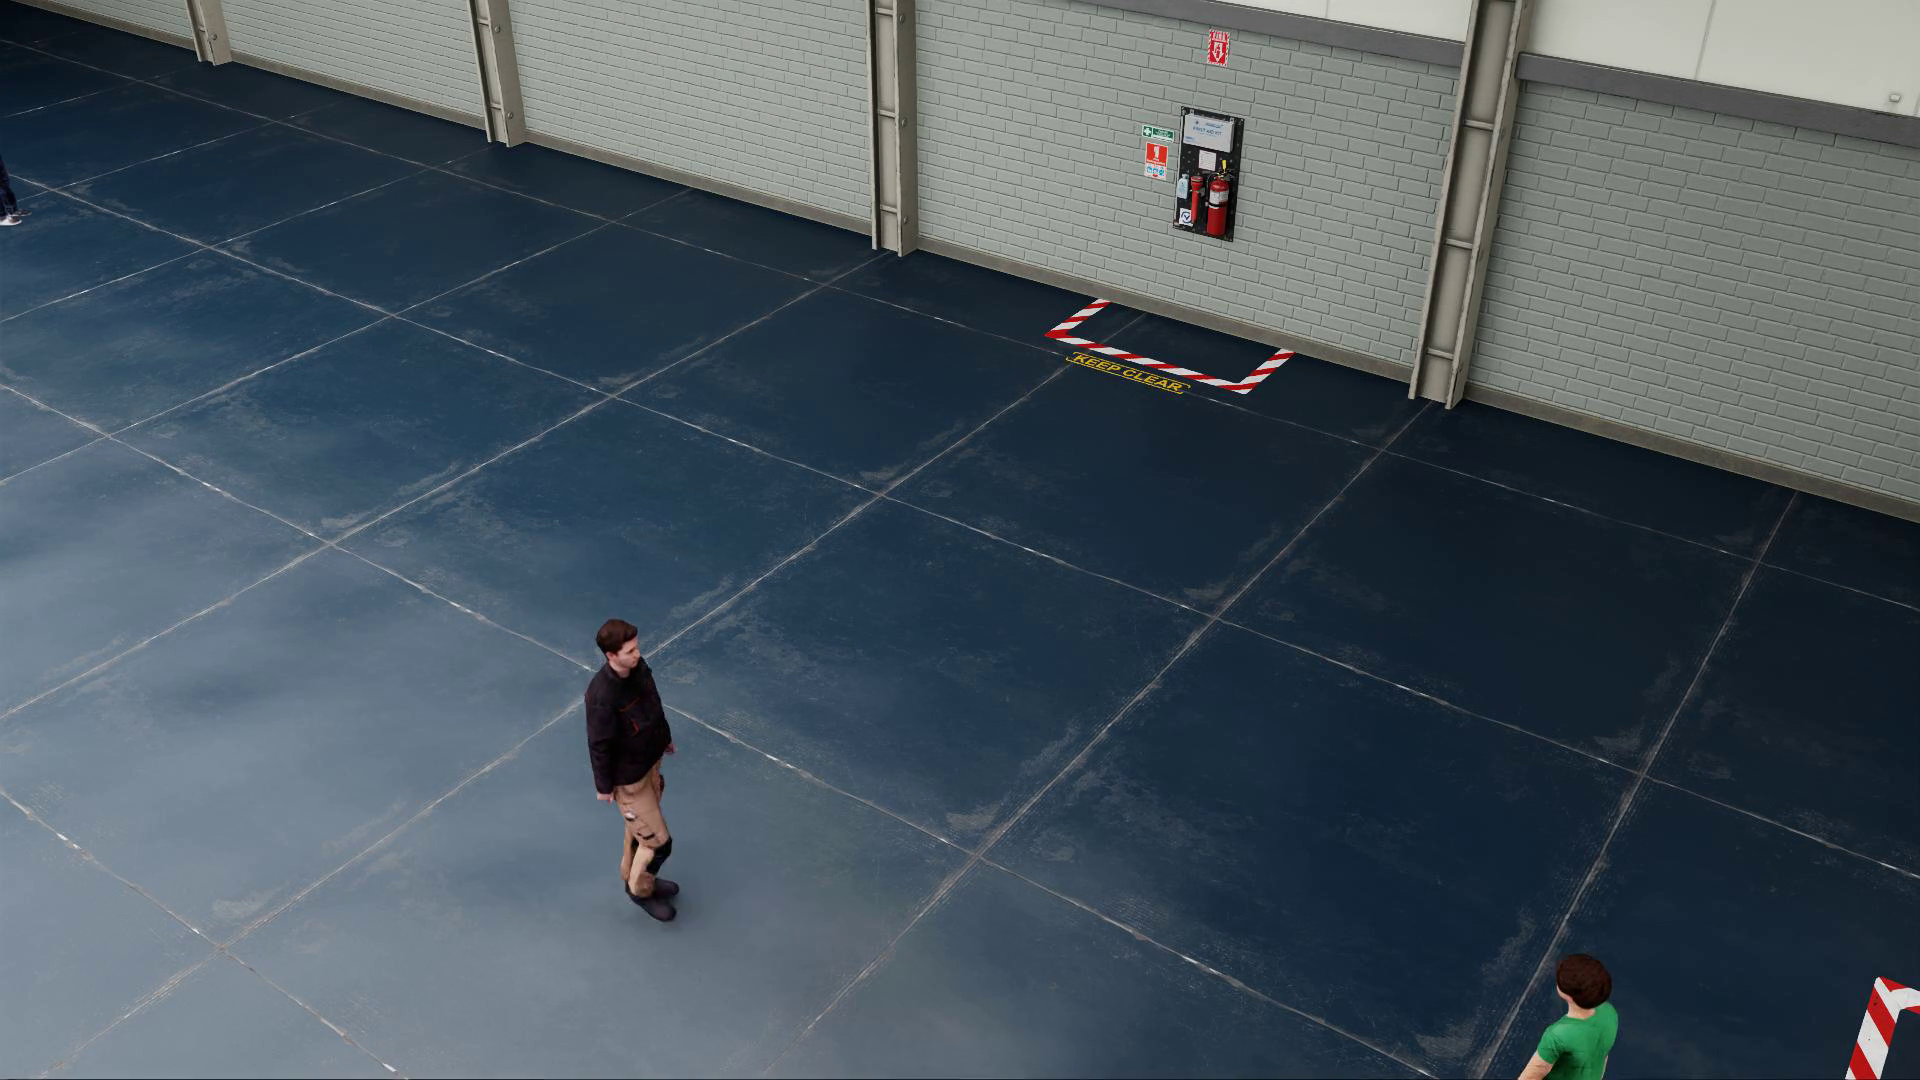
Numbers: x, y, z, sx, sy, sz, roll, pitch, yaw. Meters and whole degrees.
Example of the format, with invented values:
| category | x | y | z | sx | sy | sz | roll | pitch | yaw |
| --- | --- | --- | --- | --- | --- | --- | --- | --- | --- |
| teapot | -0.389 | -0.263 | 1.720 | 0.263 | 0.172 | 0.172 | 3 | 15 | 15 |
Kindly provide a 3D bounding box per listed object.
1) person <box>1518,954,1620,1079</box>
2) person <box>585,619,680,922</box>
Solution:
| category | x | y | z | sx | sy | sz | roll | pitch | yaw |
| --- | --- | --- | --- | --- | --- | --- | --- | --- | --- |
| person | 2.689 | 2.505 | 7.252 | 0.754 | 1.637 | 0.829 | -19 | 37 | -27 |
| person | -1.848 | 1.219 | 9.032 | 0.804 | 1.913 | 0.807 | 6 | 33 | 10 |
